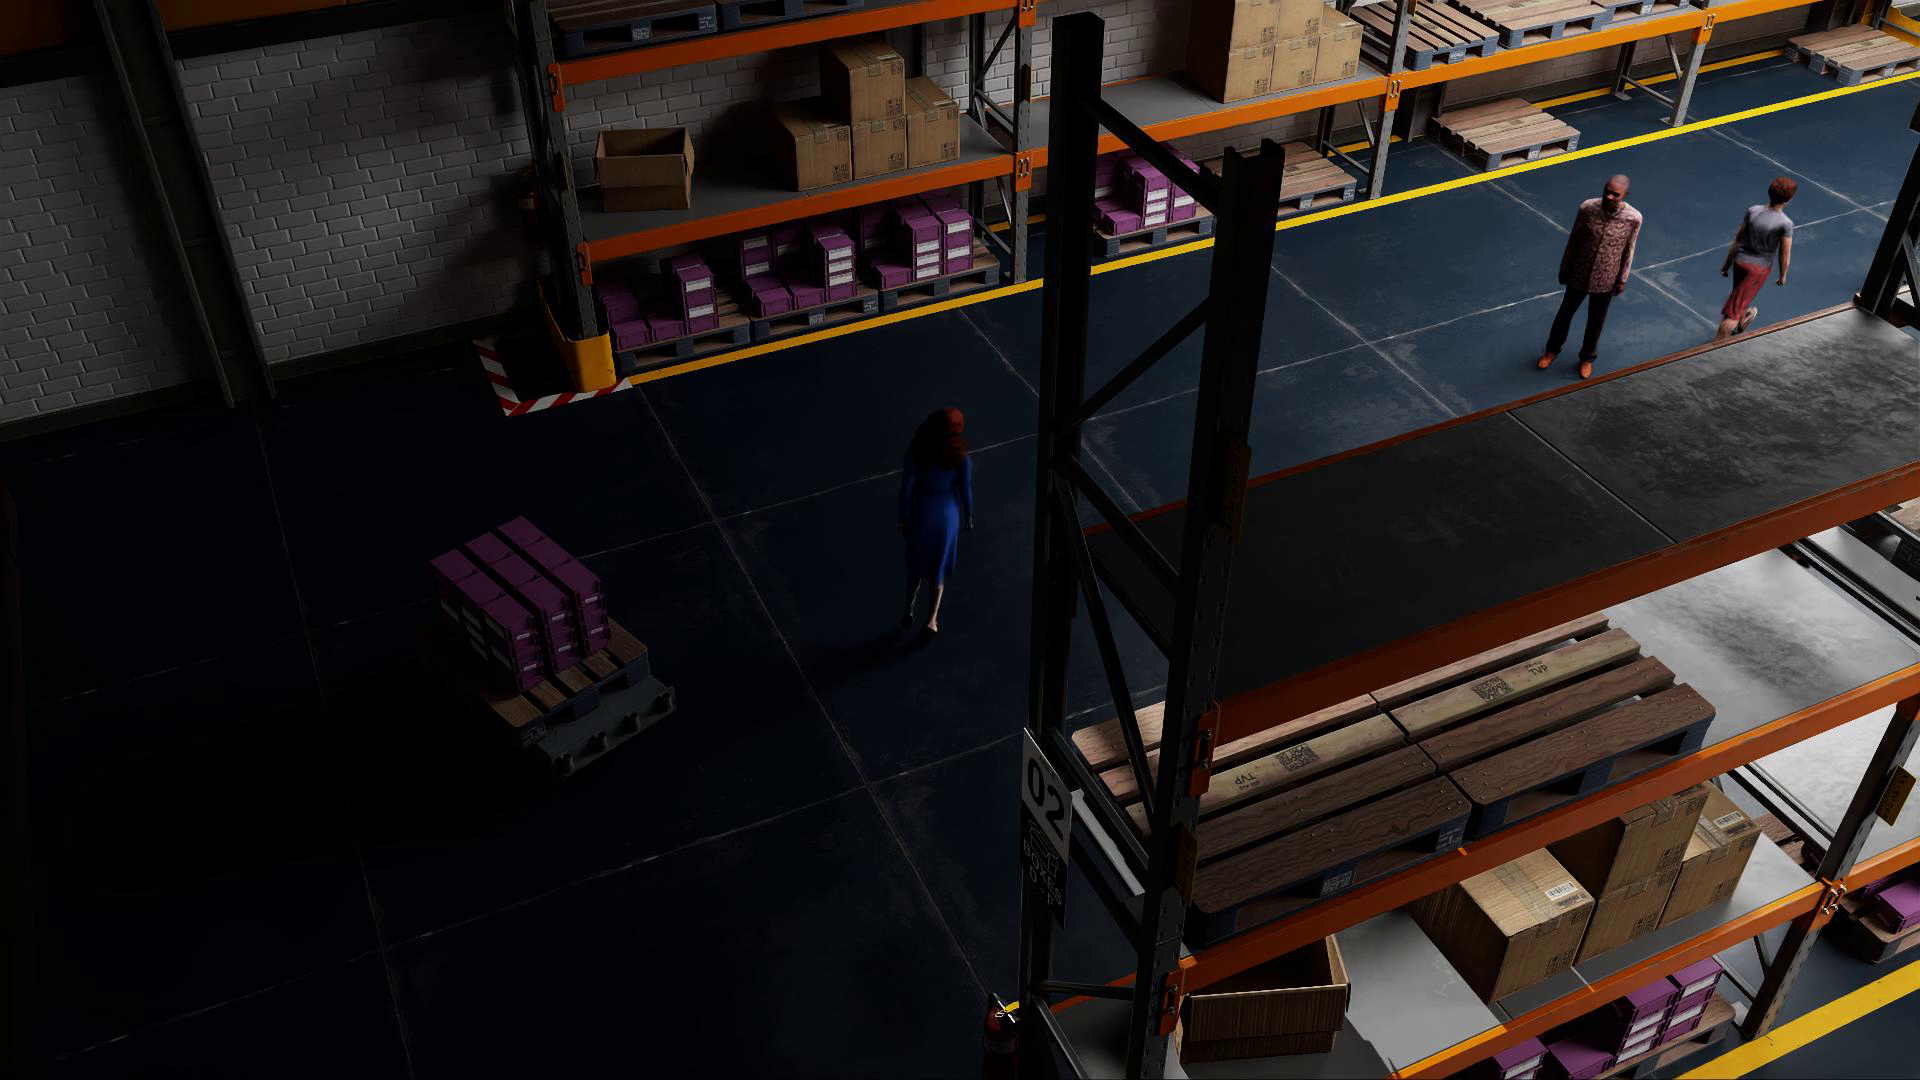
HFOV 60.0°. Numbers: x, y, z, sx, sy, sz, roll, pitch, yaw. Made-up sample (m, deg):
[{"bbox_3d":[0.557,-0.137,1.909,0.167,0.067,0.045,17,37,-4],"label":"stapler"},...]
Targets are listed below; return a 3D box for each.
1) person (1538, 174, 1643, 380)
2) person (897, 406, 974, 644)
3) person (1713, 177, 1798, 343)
[{"bbox_3d":[5.250,-2.208,13.763,0.781,1.807,0.817,17,41,20],"label":"person"},{"bbox_3d":[-0.206,-0.041,11.067,0.753,1.786,0.831,-2,39,-2],"label":"person"},{"bbox_3d":[6.579,-2.222,13.938,1.158,1.611,0.793,-27,46,-29],"label":"person"}]
